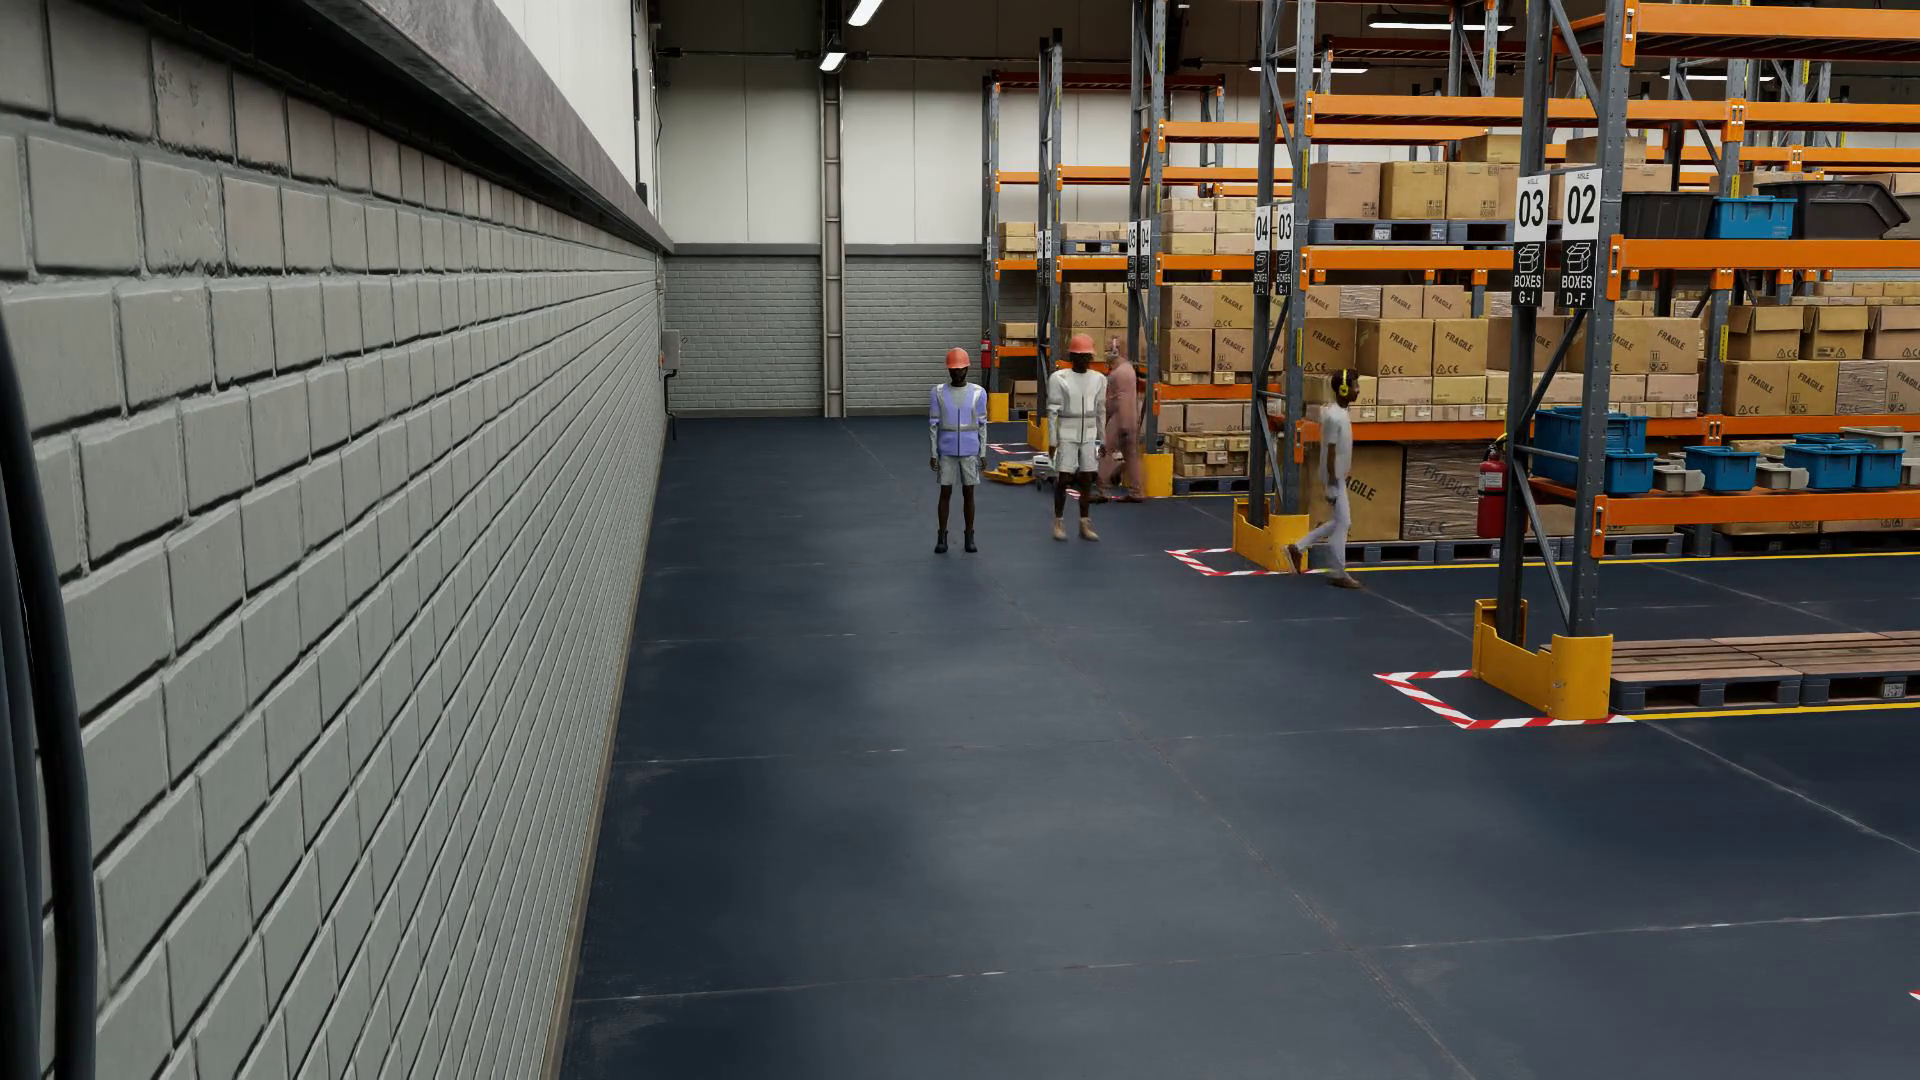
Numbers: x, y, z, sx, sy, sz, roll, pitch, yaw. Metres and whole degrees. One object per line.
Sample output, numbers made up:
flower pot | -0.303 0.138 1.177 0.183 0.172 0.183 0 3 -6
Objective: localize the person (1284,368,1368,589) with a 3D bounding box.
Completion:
person | 3.089 -0.513 13.897 0.628 1.855 0.527 3 10 19

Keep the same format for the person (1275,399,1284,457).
person | 3.355 -0.867 16.774 0.380 1.626 0.533 -7 12 -38

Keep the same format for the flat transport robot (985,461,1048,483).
flat transport robot | 1.085 -0.892 21.094 1.431 0.197 0.652 -6 11 -32

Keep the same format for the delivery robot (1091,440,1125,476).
delivery robot | 1.692 -0.991 20.543 0.707 0.478 0.477 8 12 42

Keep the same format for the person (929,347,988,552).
person | -0.014 -0.838 15.631 0.549 1.936 0.377 0 9 -1

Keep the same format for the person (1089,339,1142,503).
person | 1.721 -1.345 18.940 0.806 1.874 0.644 2 10 15

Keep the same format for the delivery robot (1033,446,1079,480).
delivery robot | 1.194 -0.942 20.240 0.477 0.478 0.707 7 12 37

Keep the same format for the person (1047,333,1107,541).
person | 1.159 -1.002 16.326 0.612 2.041 0.390 -3 10 -17
